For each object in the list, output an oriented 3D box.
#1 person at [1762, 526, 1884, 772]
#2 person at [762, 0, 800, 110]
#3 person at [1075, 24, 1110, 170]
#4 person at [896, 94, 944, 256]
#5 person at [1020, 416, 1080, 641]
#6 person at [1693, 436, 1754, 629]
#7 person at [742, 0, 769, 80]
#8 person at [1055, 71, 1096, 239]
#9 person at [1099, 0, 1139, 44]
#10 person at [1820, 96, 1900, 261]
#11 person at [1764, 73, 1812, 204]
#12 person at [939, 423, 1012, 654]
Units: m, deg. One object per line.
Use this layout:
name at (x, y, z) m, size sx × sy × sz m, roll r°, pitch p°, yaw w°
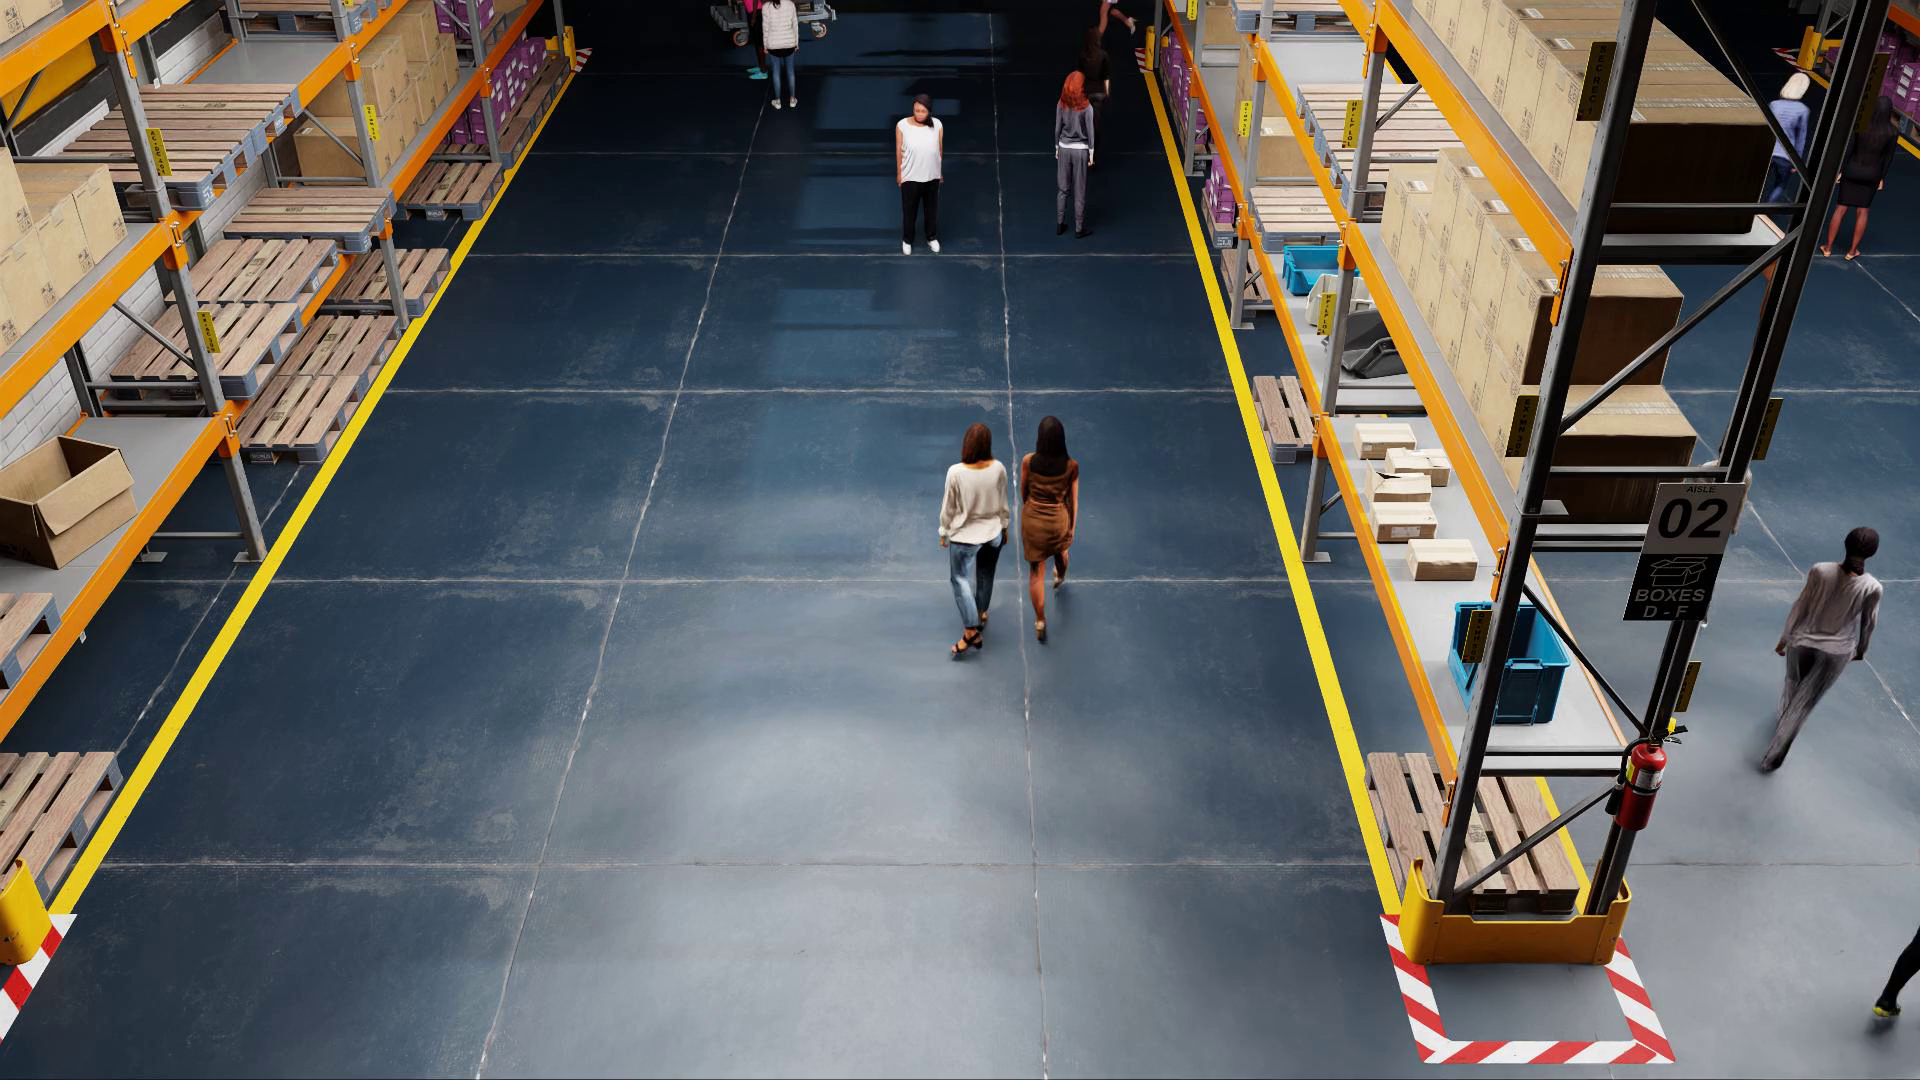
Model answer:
person at (5.330, 0.731, 10.373) m, size 0.970 × 1.742 × 1.066 m, roll 24°, pitch 41°, yaw 32°
person at (-2.263, -6.293, 21.034) m, size 0.666 × 1.638 × 0.626 m, roll -8°, pitch 34°, yaw -12°
person at (1.533, -5.101, 19.278) m, size 0.601 × 1.597 × 1.071 m, roll 1°, pitch 34°, yaw 2°
person at (-0.396, -3.804, 17.246) m, size 0.707 × 1.687 × 0.675 m, roll -7°, pitch 34°, yaw -10°
person at (0.594, -0.040, 11.620) m, size 0.591 × 1.646 × 1.015 m, roll 2°, pitch 34°, yaw 3°
person at (5.397, -0.173, 12.004) m, size 0.766 × 1.443 × 1.077 m, roll 10°, pitch 35°, yaw 15°
person at (-2.721, -6.986, 21.999) m, size 0.661 × 1.724 × 0.538 m, roll -7°, pitch 34°, yaw -10°
person at (1.199, -4.074, 17.568) m, size 0.655 × 1.779 × 0.652 m, roll 18°, pitch 38°, yaw 25°
person at (2.162, -7.581, 22.899) m, size 1.058 × 1.719 × 1.018 m, roll -25°, pitch 41°, yaw -32°
person at (9.274, -3.736, 17.114) m, size 0.684 × 1.719 × 0.668 m, roll 16°, pitch 37°, yaw 22°
person at (8.624, -4.048, 17.572) m, size 0.797 × 1.732 × 0.803 m, roll 16°, pitch 37°, yaw 23°
person at (0.113, -0.004, 11.560) m, size 0.752 × 1.652 × 0.825 m, roll -11°, pitch 35°, yaw -16°
